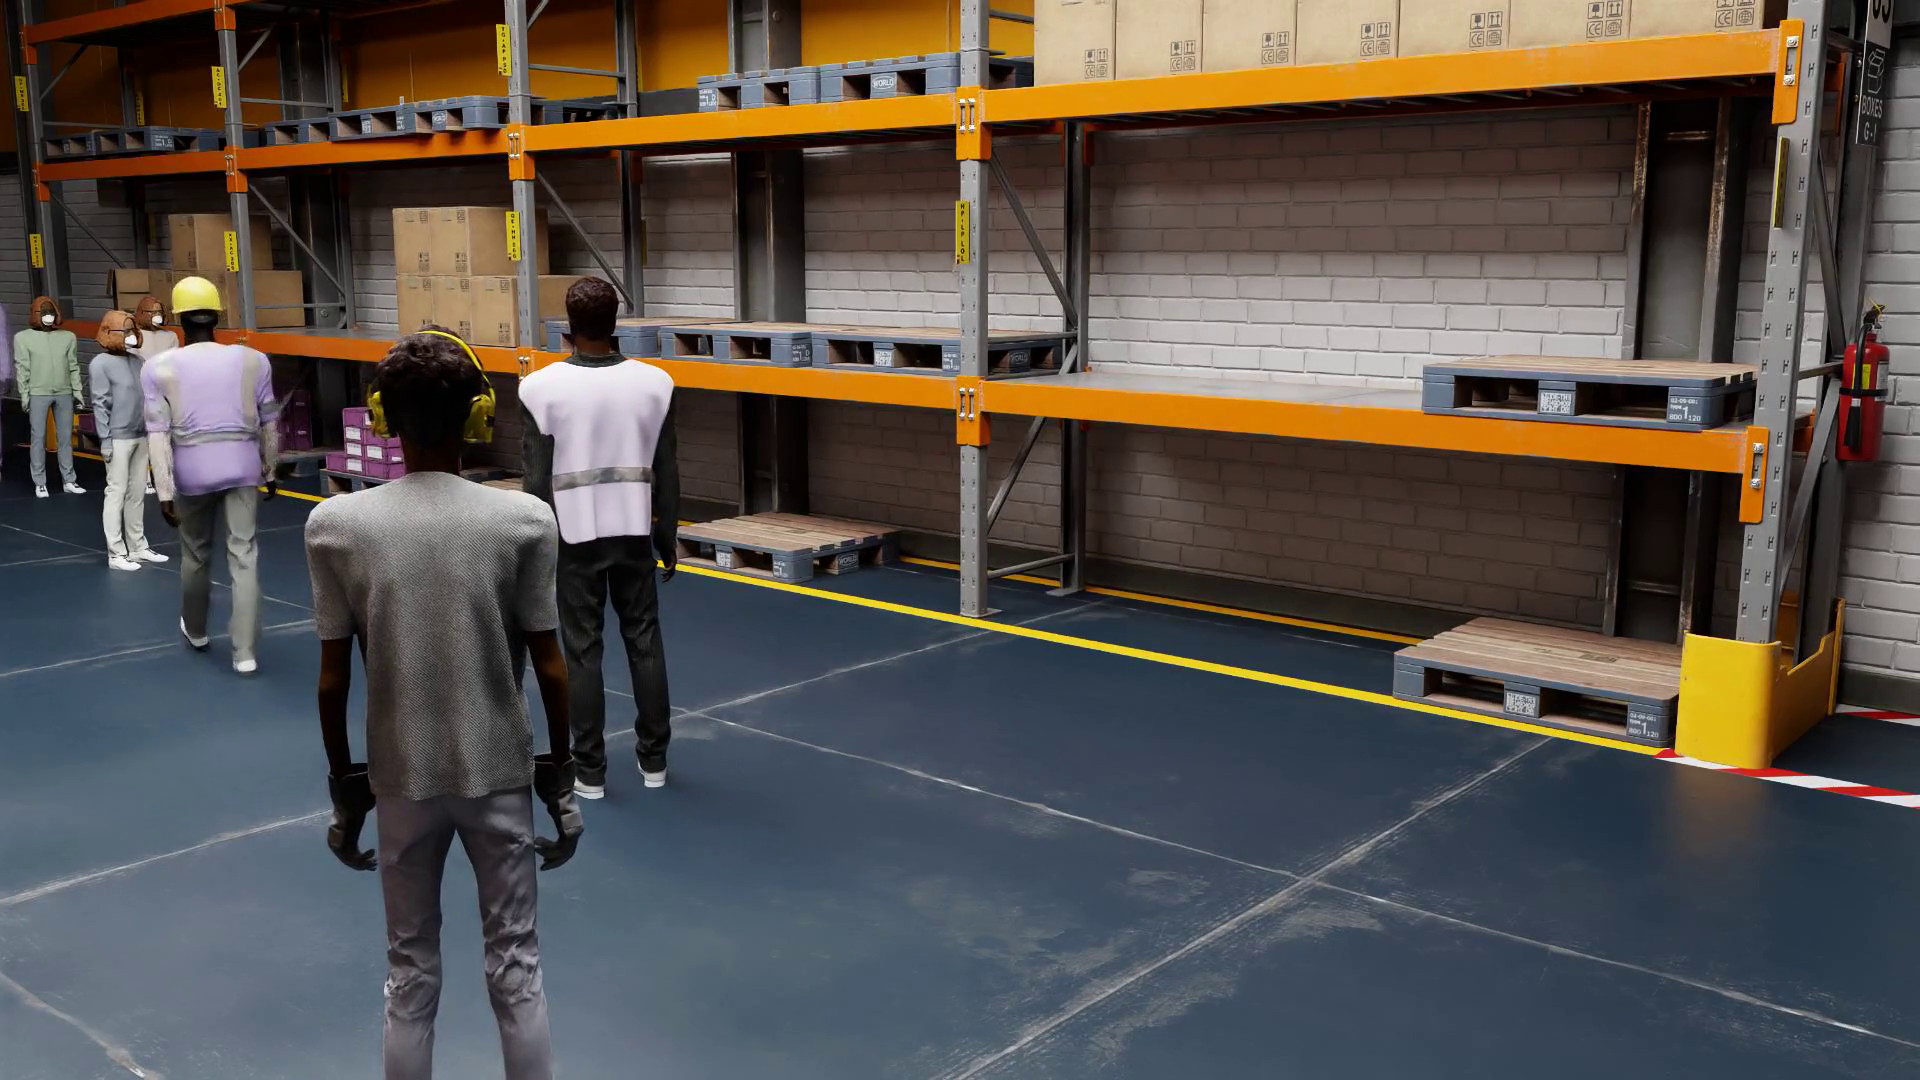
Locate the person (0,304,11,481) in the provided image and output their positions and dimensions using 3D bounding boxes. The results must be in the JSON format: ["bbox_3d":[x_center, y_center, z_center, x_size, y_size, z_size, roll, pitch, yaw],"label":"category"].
[{"bbox_3d":[-8.458,-1.398,14.196,0.683,1.885,0.558,-3,10,-18],"label":"person"}]

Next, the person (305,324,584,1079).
[{"bbox_3d":[-1.035,0.504,3.400,0.514,1.872,0.328,-2,10,-8],"label":"person"}]

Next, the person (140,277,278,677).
[{"bbox_3d":[-3.619,-0.320,8.066,0.597,1.878,0.982,-6,11,-29],"label":"person"}]

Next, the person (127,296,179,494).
[{"bbox_3d":[-6.674,-1.199,13.790,0.277,1.629,0.497,7,12,35],"label":"person"}]

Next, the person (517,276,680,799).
[{"bbox_3d":[-1.314,-0.001,6.135,0.591,1.918,0.383,-5,11,-28],"label":"person"}]

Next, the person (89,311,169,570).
[{"bbox_3d":[-5.278,-0.633,10.542,0.267,1.632,0.509,1,10,8],"label":"person"}]

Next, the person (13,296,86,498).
[{"bbox_3d":[-7.428,-1.170,13.600,0.279,1.634,0.499,8,13,39],"label":"person"}]
